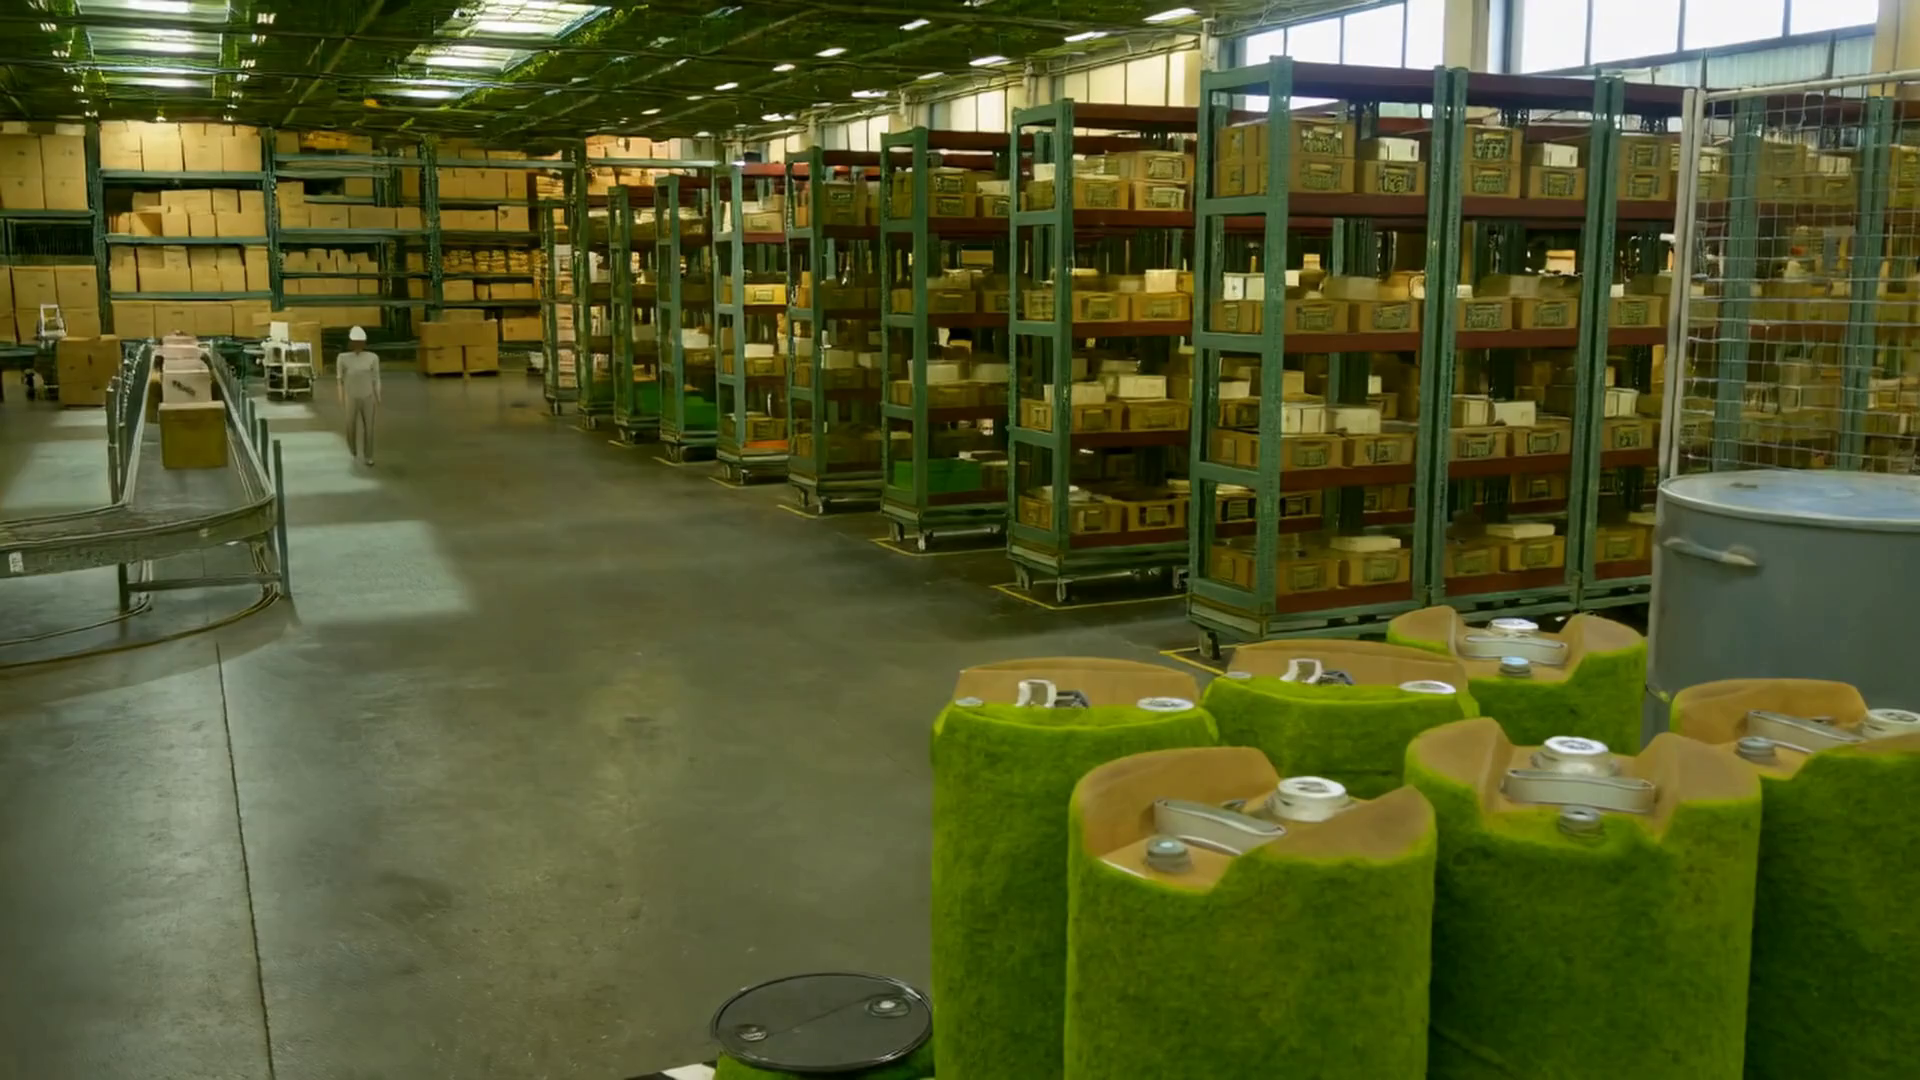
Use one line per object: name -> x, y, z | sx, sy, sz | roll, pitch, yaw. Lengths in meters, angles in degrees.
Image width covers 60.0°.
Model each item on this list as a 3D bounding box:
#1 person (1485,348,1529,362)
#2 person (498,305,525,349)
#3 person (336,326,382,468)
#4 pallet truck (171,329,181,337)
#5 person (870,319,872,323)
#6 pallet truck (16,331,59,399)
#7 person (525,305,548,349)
person -> 6.065, -1.490, 18.592 | 0.565, 1.831, 0.525 | -3, 10, -18
person -> -13.629, -6.555, 50.374 | 0.933, 1.712, 0.537 | 1, 9, 6
person -> -7.431, -1.776, 20.577 | 0.538, 1.753, 0.558 | -4, 10, -24
pallet truck -> -17.275, -3.851, 35.096 | 1.601, 1.201, 0.680 | 0, 9, 1
person -> -2.825, -6.864, 52.192 | 0.341, 1.742, 0.560 | 2, 9, 15
pallet truck -> -17.082, -3.353, 31.781 | 1.630, 1.274, 0.653 | -4, 10, -25
person -> -12.870, -6.797, 51.215 | 1.033, 1.937, 0.645 | -1, 9, -9
